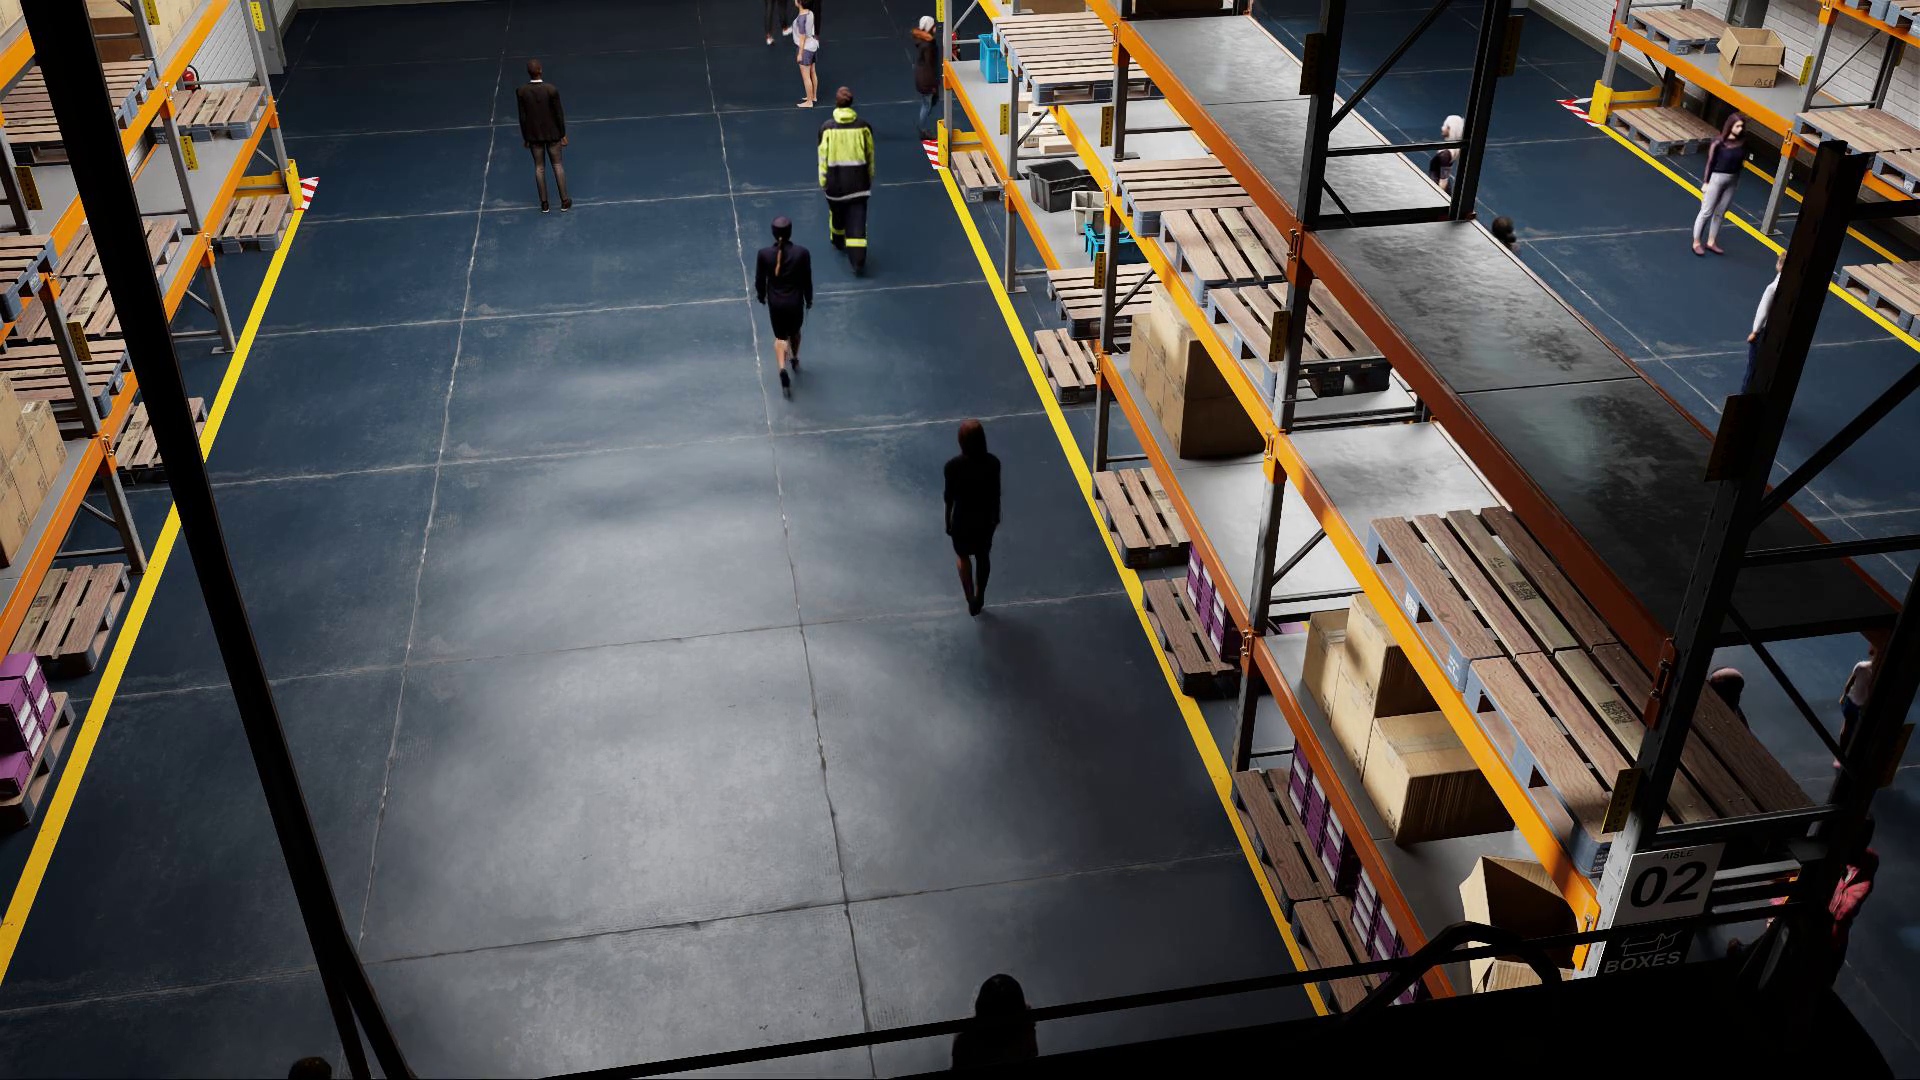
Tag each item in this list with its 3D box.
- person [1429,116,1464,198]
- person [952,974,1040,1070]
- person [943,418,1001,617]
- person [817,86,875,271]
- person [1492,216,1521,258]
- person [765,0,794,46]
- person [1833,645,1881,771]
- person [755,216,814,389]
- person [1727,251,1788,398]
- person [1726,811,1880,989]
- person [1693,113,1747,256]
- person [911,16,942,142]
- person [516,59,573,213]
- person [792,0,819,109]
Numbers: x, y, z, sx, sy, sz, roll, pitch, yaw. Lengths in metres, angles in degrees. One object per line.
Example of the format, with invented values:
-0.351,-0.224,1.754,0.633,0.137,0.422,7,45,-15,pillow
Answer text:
5.173,-3.683,17.904,0.711,1.829,0.622,16,37,22,person
0.169,2.746,8.436,0.720,1.603,0.759,-16,37,-23,person
0.131,-0.095,12.633,0.610,1.689,0.707,-5,34,-8,person
-1.216,-3.895,18.132,0.783,1.930,1.232,-5,34,-8,person
5.127,-2.324,16.008,0.688,1.663,0.625,-6,34,-9,person
-2.798,-8.255,24.989,0.990,1.600,1.113,13,36,19,person
6.240,1.079,11.483,0.647,1.005,0.767,13,36,19,person
-1.676,-2.240,15.897,0.758,1.647,1.050,-3,34,-4,person
7.588,-1.971,15.573,0.564,1.557,0.549,-11,35,-16,person
4.635,2.116,9.206,0.892,1.800,1.247,3,34,5,person
8.491,-3.974,18.538,0.619,1.611,0.598,-9,35,-14,person
-0.499,-5.967,21.525,0.698,1.625,0.543,-4,34,-6,person
-4.887,-4.746,19.529,0.668,1.799,0.537,-4,34,-6,person
-2.105,-6.724,22.717,0.698,1.565,0.584,8,34,11,person
